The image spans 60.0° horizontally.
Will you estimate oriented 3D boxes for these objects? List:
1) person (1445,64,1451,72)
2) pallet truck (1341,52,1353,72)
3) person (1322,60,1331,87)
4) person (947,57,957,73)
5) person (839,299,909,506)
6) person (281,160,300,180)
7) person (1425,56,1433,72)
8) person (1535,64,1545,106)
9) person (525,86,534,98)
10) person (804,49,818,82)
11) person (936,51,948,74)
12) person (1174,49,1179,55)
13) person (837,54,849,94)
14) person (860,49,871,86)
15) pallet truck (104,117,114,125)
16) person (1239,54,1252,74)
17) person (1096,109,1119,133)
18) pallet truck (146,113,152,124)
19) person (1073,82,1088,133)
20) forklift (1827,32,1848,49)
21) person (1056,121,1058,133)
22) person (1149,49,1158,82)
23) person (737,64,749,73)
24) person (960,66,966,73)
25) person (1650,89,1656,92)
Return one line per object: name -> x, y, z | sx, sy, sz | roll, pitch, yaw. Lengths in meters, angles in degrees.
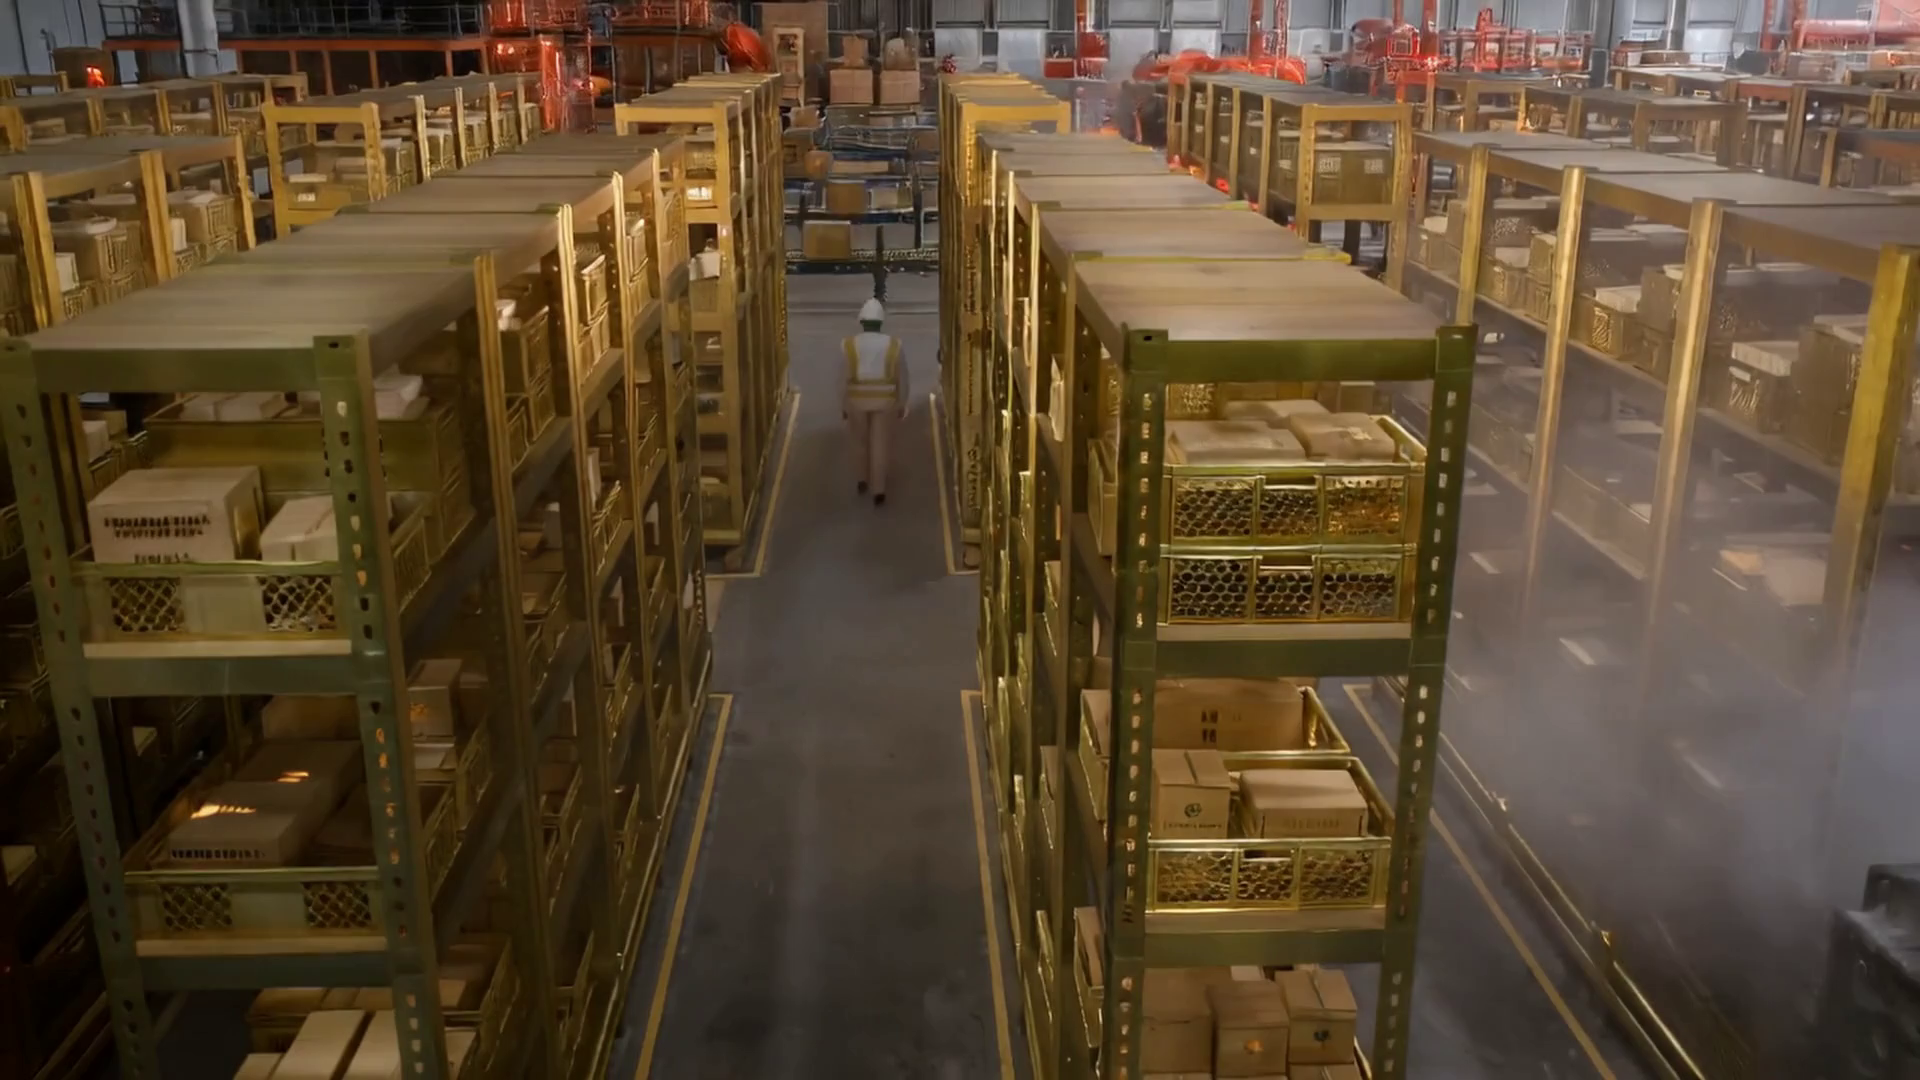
person -> 19.617, -18.173, 66.976 | 0.376, 1.959, 0.600 | 7, 19, 20
pallet truck -> 18.794, -23.123, 82.231 | 0.823, 1.965, 1.885 | -13, 22, -35
person -> 16.121, -20.056, 72.881 | 0.850, 1.913, 0.544 | 8, 20, 24
person -> -0.403, -21.042, 75.887 | 0.552, 1.936, 0.358 | -15, 24, -40
person -> -0.762, -1.257, 14.882 | 0.618, 1.794, 0.842 | 0, 18, 0
person -> -12.364, -6.323, 30.706 | 0.532, 1.729, 0.927 | -12, 22, -34
person -> 22.240, -22.043, 79.073 | 0.353, 1.883, 0.573 | 11, 21, 30
person -> 24.108, -18.866, 69.286 | 0.531, 1.860, 0.331 | -9, 20, -25
person -> -16.150, -16.677, 62.534 | 0.347, 1.841, 0.505 | 0, 18, -1
person -> -8.477, -26.823, 94.008 | 0.974, 1.787, 0.643 | 0, 18, 0
person -> -0.926, -24.512, 86.686 | 0.609, 1.898, 0.549 | -2, 18, -6
person -> 12.182, -26.636, 93.348 | 0.580, 1.844, 0.537 | -3, 18, -9
person -> -5.713, -22.795, 81.370 | 0.615, 1.903, 0.495 | -4, 18, -11
person -> -5.080, -25.303, 89.068 | 0.612, 1.947, 0.403 | 9, 20, 25
pallet truck -> -18.367, -7.885, 35.078 | 1.885, 1.965, 0.823 | 1, 18, 2
person -> 13.224, -21.678, 77.690 | 0.713, 2.000, 0.702 | 13, 22, 36
person -> 3.438, -9.114, 38.980 | 0.550, 1.933, 0.375 | 1, 18, 3
pallet truck -> -18.087, -8.309, 36.390 | 1.885, 1.965, 0.823 | -1, 18, -4
person -> 4.078, -14.688, 56.585 | 0.504, 1.711, 0.816 | 5, 19, 16
forklift -> 46.026, -25.320, 87.616 | 1.129, 2.768, 1.873 | -1, 18, -2
person -> 2.256, -8.873, 38.063 | 0.382, 2.040, 0.616 | -3, 18, -10
person -> 10.962, -26.727, 93.666 | 0.727, 1.814, 0.640 | -8, 19, -23
person -> -9.005, -18.880, 69.307 | 0.600, 1.860, 0.717 | -6, 19, -18
person -> 0.108, -17.360, 64.427 | 0.618, 1.978, 0.492 | -12, 22, -34
person -> 21.433, -13.181, 51.884 | 0.531, 1.741, 0.758 | -2, 18, -7
